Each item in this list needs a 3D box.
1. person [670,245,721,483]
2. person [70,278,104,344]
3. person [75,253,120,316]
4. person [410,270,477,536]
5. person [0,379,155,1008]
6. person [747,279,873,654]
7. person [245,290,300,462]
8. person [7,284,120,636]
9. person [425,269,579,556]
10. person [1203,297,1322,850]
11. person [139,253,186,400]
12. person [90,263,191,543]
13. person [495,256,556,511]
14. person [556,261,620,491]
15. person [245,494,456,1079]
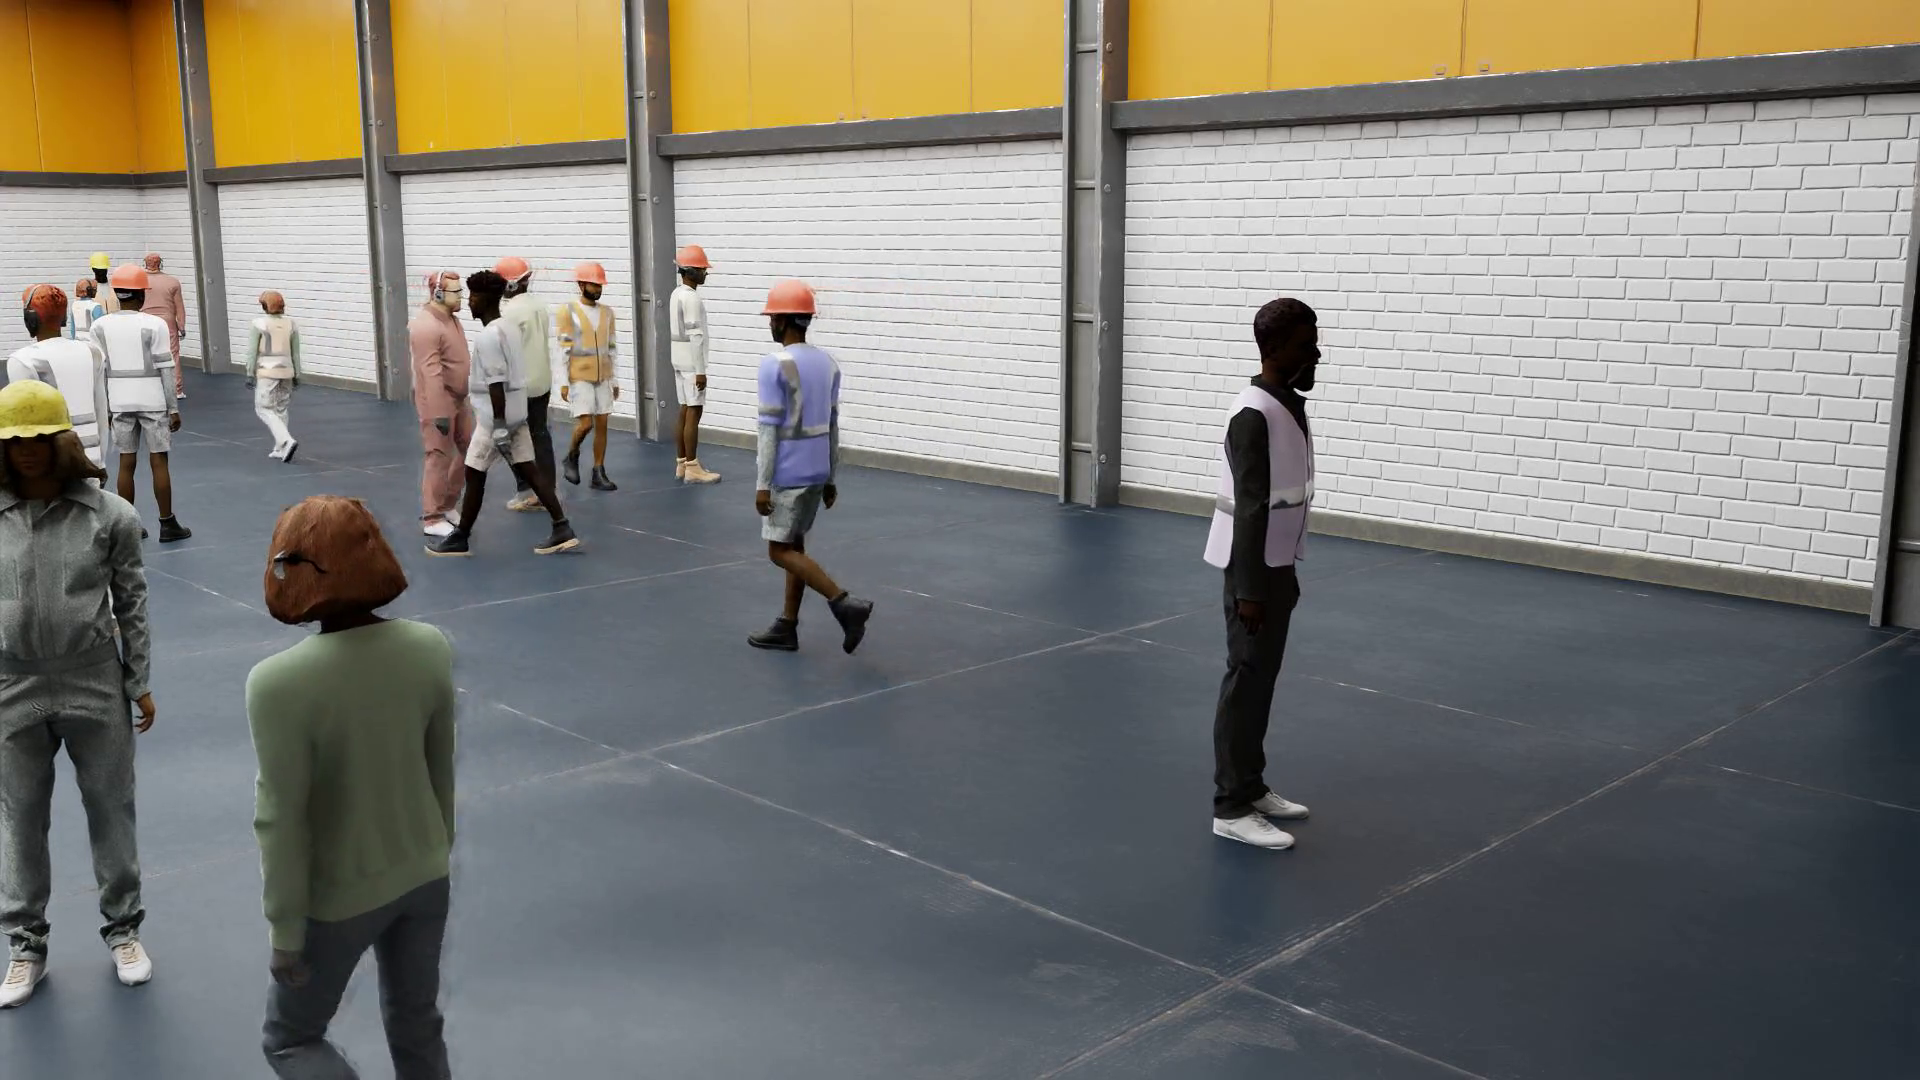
[{"bbox_3d":[-2.296,-1.513,14.386,0.378,2.041,0.616,-4,11,-23],"label":"person"},{"bbox_3d":[-10.066,-2.205,19.262,0.522,1.638,0.311,5,12,25],"label":"person"},{"bbox_3d":[-10.274,-2.483,20.002,0.594,1.922,0.386,-10,14,-42],"label":"person"},{"bbox_3d":[-3.638,-0.956,11.772,0.454,1.886,0.672,0,10,0],"label":"person"},{"bbox_3d":[-2.518,0.423,4.649,0.485,1.744,0.309,-4,11,-23],"label":"person"},{"bbox_3d":[-0.769,-0.340,8.338,0.741,1.922,0.558,6,12,31],"label":"person"},{"bbox_3d":[-6.451,-1.541,15.691,0.632,1.621,0.535,6,12,31],"label":"person"},{"bbox_3d":[-4.673,-0.381,8.654,0.356,1.883,0.572,3,11,16],"label":"person"},{"bbox_3d":[-3.038,-0.830,11.034,1.026,1.920,0.619,1,10,4],"label":"person"},{"bbox_3d":[1.073,0.106,5.898,0.389,1.918,0.590,4,11,23],"label":"person"},{"bbox_3d":[-10.378,-2.758,21.550,0.651,1.907,0.409,-4,11,-22],"label":"person"},{"bbox_3d":[-5.689,-0.938,11.542,0.544,1.939,0.355,0,10,-2],"label":"person"},{"bbox_3d":[-3.363,-1.186,12.798,0.510,1.969,0.662,3,11,15],"label":"person"},{"bbox_3d":[-3.103,-1.365,13.914,0.466,1.918,0.563,10,14,43],"label":"person"},{"bbox_3d":[-1.204,0.717,3.376,0.371,1.624,0.503,6,12,31],"label":"person"}]
